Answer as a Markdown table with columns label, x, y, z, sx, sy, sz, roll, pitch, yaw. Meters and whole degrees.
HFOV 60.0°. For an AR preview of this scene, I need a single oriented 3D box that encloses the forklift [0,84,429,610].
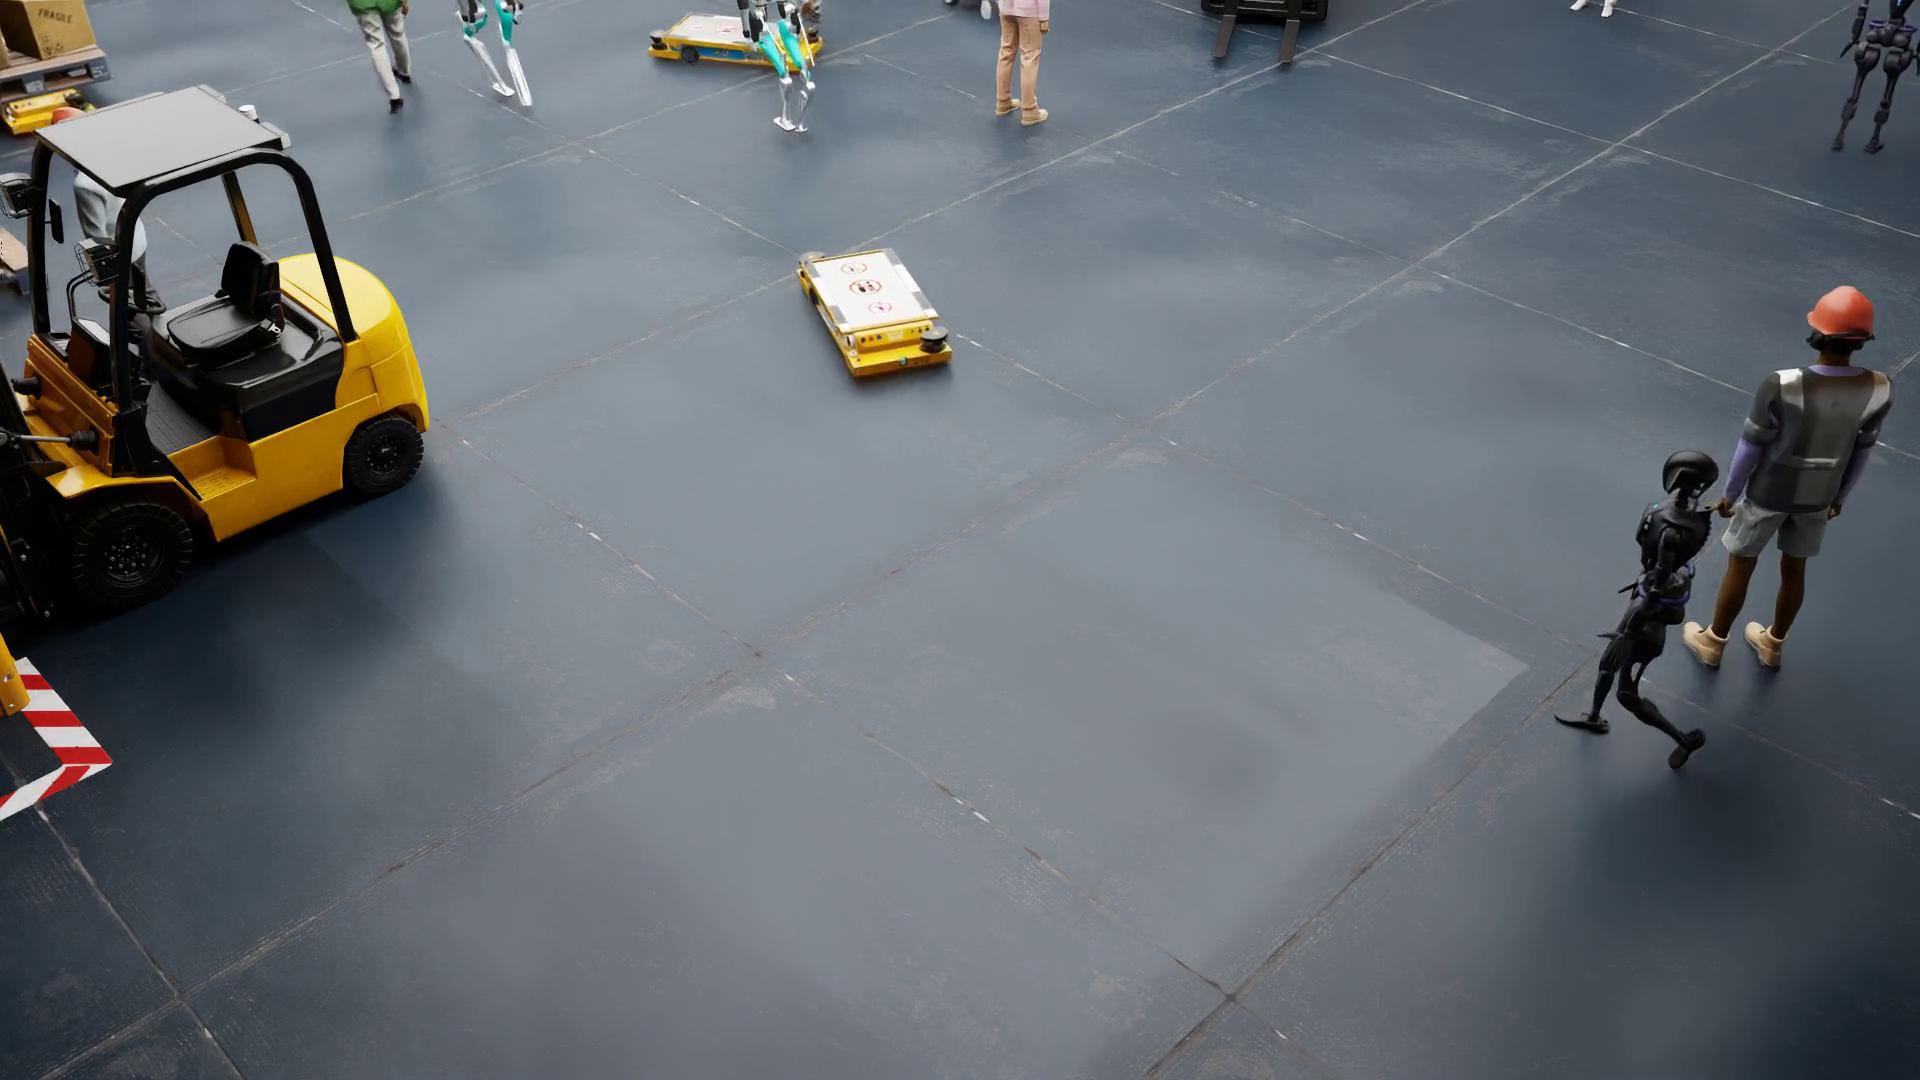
| label | x | y | z | sx | sy | sz | roll | pitch | yaw |
| --- | --- | --- | --- | --- | --- | --- | --- | --- | --- |
| forklift | -4.145 | -1.093 | 8.856 | 2.313 | 2.155 | 1.214 | -31 | 47 | -34 |

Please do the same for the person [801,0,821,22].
| label | x | y | z | sx | sy | sz | roll | pitch | yaw |
| --- | --- | --- | --- | --- | --- | --- | --- | --- | --- |
| person | -1.454 | -5.656 | 15.196 | 0.688 | 1.915 | 0.511 | -23 | 43 | -28 |

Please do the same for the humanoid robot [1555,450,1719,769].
| label | x | y | z | sx | sy | sz | roll | pitch | yaw |
| --- | --- | --- | --- | --- | --- | --- | --- | --- | --- |
| humanoid robot | 3.156 | 0.307 | 7.426 | 0.655 | 1.636 | 0.597 | 16 | 40 | 20 |

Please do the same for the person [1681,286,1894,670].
| label | x | y | z | sx | sy | sz | roll | pitch | yaw |
| --- | --- | --- | --- | --- | --- | --- | --- | --- | --- |
| person | 3.913 | -0.261 | 7.879 | 0.601 | 2.034 | 0.414 | 1 | 37 | 1 |

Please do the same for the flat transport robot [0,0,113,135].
| label | x | y | z | sx | sy | sz | roll | pitch | yaw |
| --- | --- | --- | --- | --- | --- | --- | --- | --- | --- |
| flat transport robot | -7.900 | -3.804 | 14.089 | 0.659 | 0.231 | 1.431 | -26 | 44 | -30 |

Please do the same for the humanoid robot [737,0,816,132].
| label | x | y | z | sx | sy | sz | roll | pitch | yaw |
| --- | --- | --- | --- | --- | --- | --- | --- | --- | --- |
| humanoid robot | -1.418 | -3.996 | 13.137 | 0.537 | 1.766 | 0.844 | -17 | 40 | -21 |

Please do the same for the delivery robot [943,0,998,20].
| label | x | y | z | sx | sy | sz | roll | pitch | yaw |
| --- | --- | --- | --- | --- | --- | --- | --- | --- | --- |
| delivery robot | 0.197 | -5.360 | 15.917 | 0.499 | 0.575 | 0.766 | -22 | 42 | -27 |

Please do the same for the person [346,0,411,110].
| label | x | y | z | sx | sy | sz | roll | pitch | yaw |
| --- | --- | --- | --- | --- | --- | --- | --- | --- | --- |
| person | -4.876 | -4.519 | 13.831 | 0.535 | 1.739 | 0.910 | -18 | 40 | -23 |

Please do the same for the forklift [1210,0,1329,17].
| label | x | y | z | sx | sy | sz | roll | pitch | yaw |
| --- | --- | --- | --- | --- | --- | --- | --- | --- | --- |
| forklift | 3.106 | -6.400 | 15.960 | 1.214 | 2.155 | 2.313 | 8 | 37 | 10 |

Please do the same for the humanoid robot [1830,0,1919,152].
| label | x | y | z | sx | sy | sz | roll | pitch | yaw |
| --- | --- | --- | --- | --- | --- | --- | --- | --- | --- |
| humanoid robot | 7.226 | -3.853 | 12.990 | 0.592 | 1.671 | 0.387 | 21 | 41 | 25 |

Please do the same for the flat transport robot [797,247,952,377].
| label | x | y | z | sx | sy | sz | roll | pitch | yaw |
| --- | --- | --- | --- | --- | --- | --- | --- | --- | --- |
| flat transport robot | -0.593 | -1.554 | 11.076 | 0.659 | 0.231 | 1.431 | -12 | 38 | -15 |

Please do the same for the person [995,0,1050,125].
| label | x | y | z | sx | sy | sz | roll | pitch | yaw |
| --- | --- | --- | --- | --- | --- | --- | --- | --- | --- |
| person | 0.493 | -4.258 | 13.441 | 0.526 | 1.775 | 0.408 | 31 | 47 | 34 |

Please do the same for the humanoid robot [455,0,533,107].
| label | x | y | z | sx | sy | sz | roll | pitch | yaw |
| --- | --- | --- | --- | --- | --- | --- | --- | --- | --- |
| humanoid robot | -3.901 | -4.416 | 13.661 | 0.554 | 1.717 | 0.954 | -18 | 40 | -22 |

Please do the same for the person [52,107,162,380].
| label | x | y | z | sx | sy | sz | roll | pitch | yaw |
| --- | --- | --- | --- | --- | --- | --- | --- | --- | --- |
| person | -5.180 | -1.809 | 10.189 | 0.345 | 1.740 | 0.572 | -3 | 37 | -3 |

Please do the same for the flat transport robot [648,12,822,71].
| label | x | y | z | sx | sy | sz | roll | pitch | yaw |
| --- | --- | --- | --- | --- | --- | --- | --- | --- | --- |
| flat transport robot | -2.027 | -4.494 | 15.012 | 1.431 | 0.231 | 0.659 | 9 | 38 | 12 |

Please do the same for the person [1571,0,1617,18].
| label | x | y | z | sx | sy | sz | roll | pitch | yaw |
| --- | --- | --- | --- | --- | --- | --- | --- | --- | --- |
| person | 6.095 | -5.740 | 15.542 | 0.516 | 1.632 | 0.313 | 25 | 44 | 30 |
